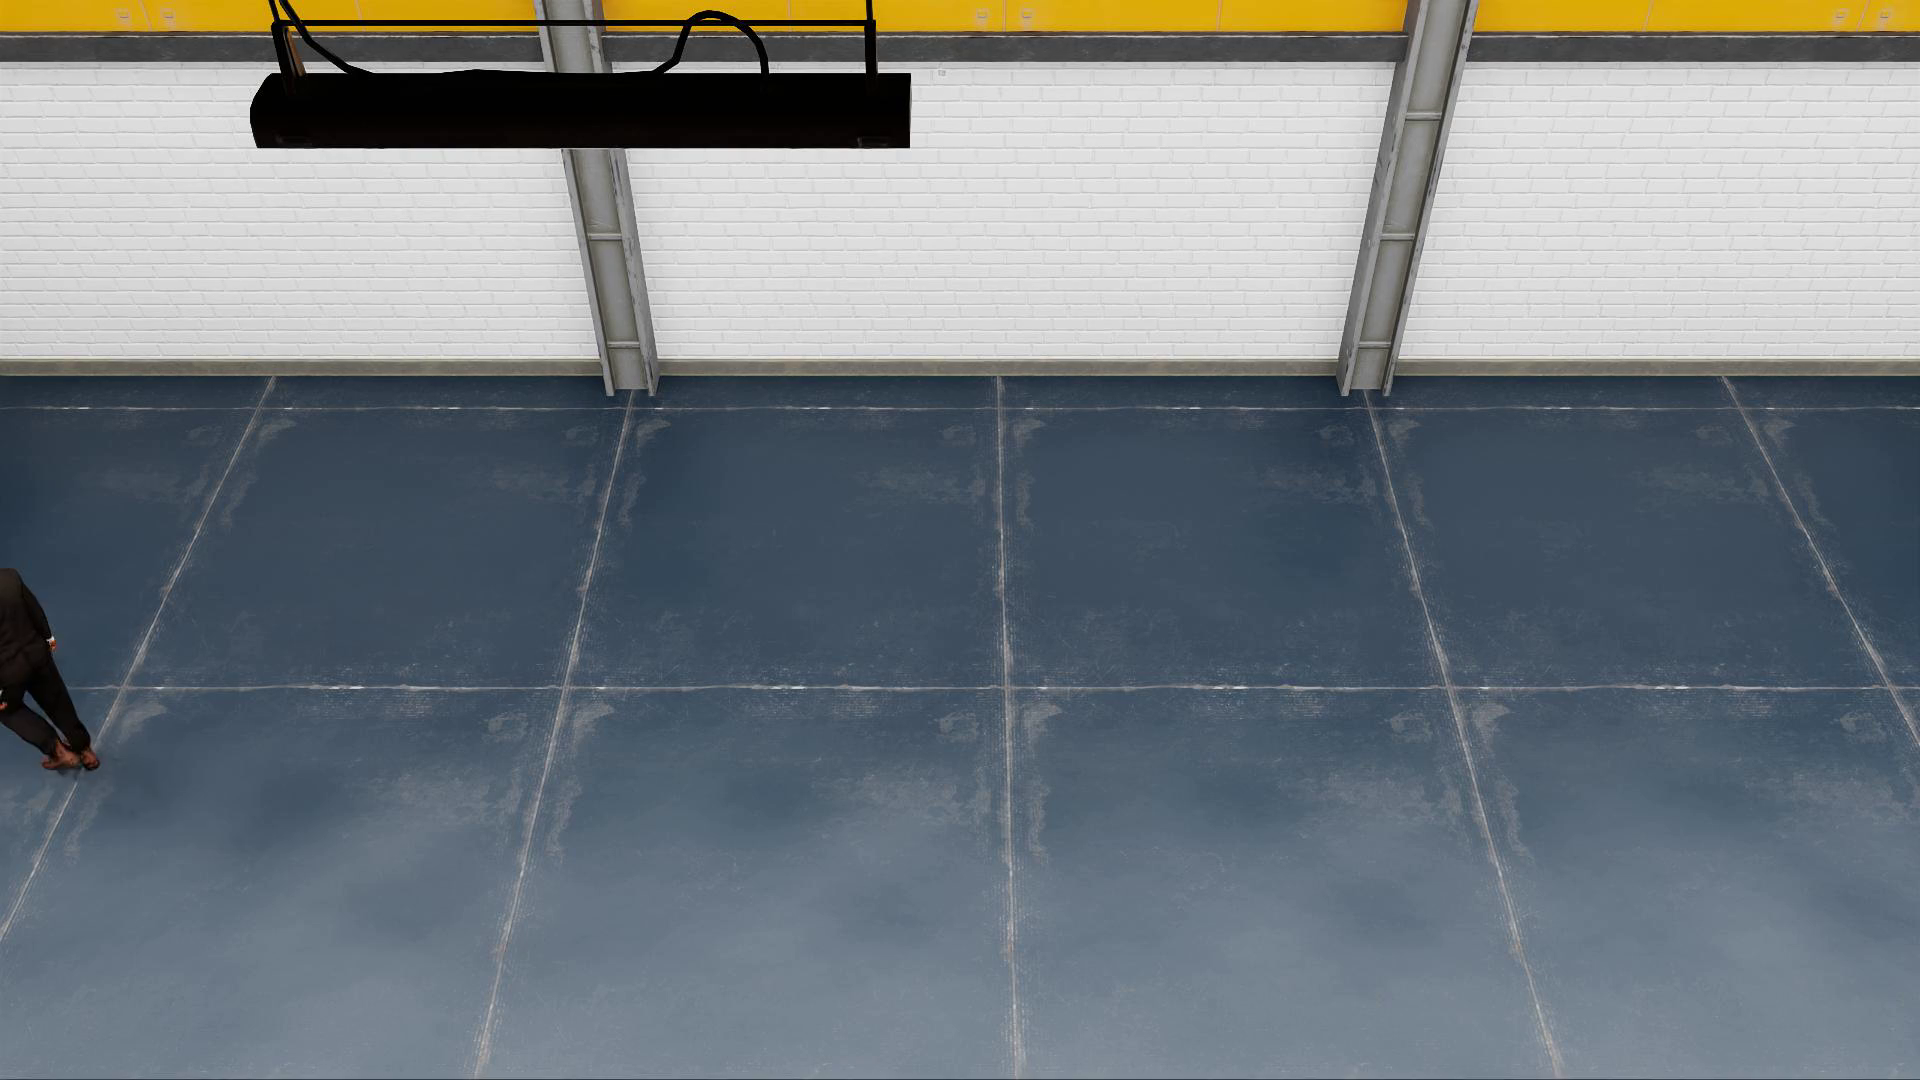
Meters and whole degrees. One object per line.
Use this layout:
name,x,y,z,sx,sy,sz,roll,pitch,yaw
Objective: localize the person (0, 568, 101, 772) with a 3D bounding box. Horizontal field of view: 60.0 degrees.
person,-5.684,0.787,10.142,0.835,1.887,0.833,19,47,19
